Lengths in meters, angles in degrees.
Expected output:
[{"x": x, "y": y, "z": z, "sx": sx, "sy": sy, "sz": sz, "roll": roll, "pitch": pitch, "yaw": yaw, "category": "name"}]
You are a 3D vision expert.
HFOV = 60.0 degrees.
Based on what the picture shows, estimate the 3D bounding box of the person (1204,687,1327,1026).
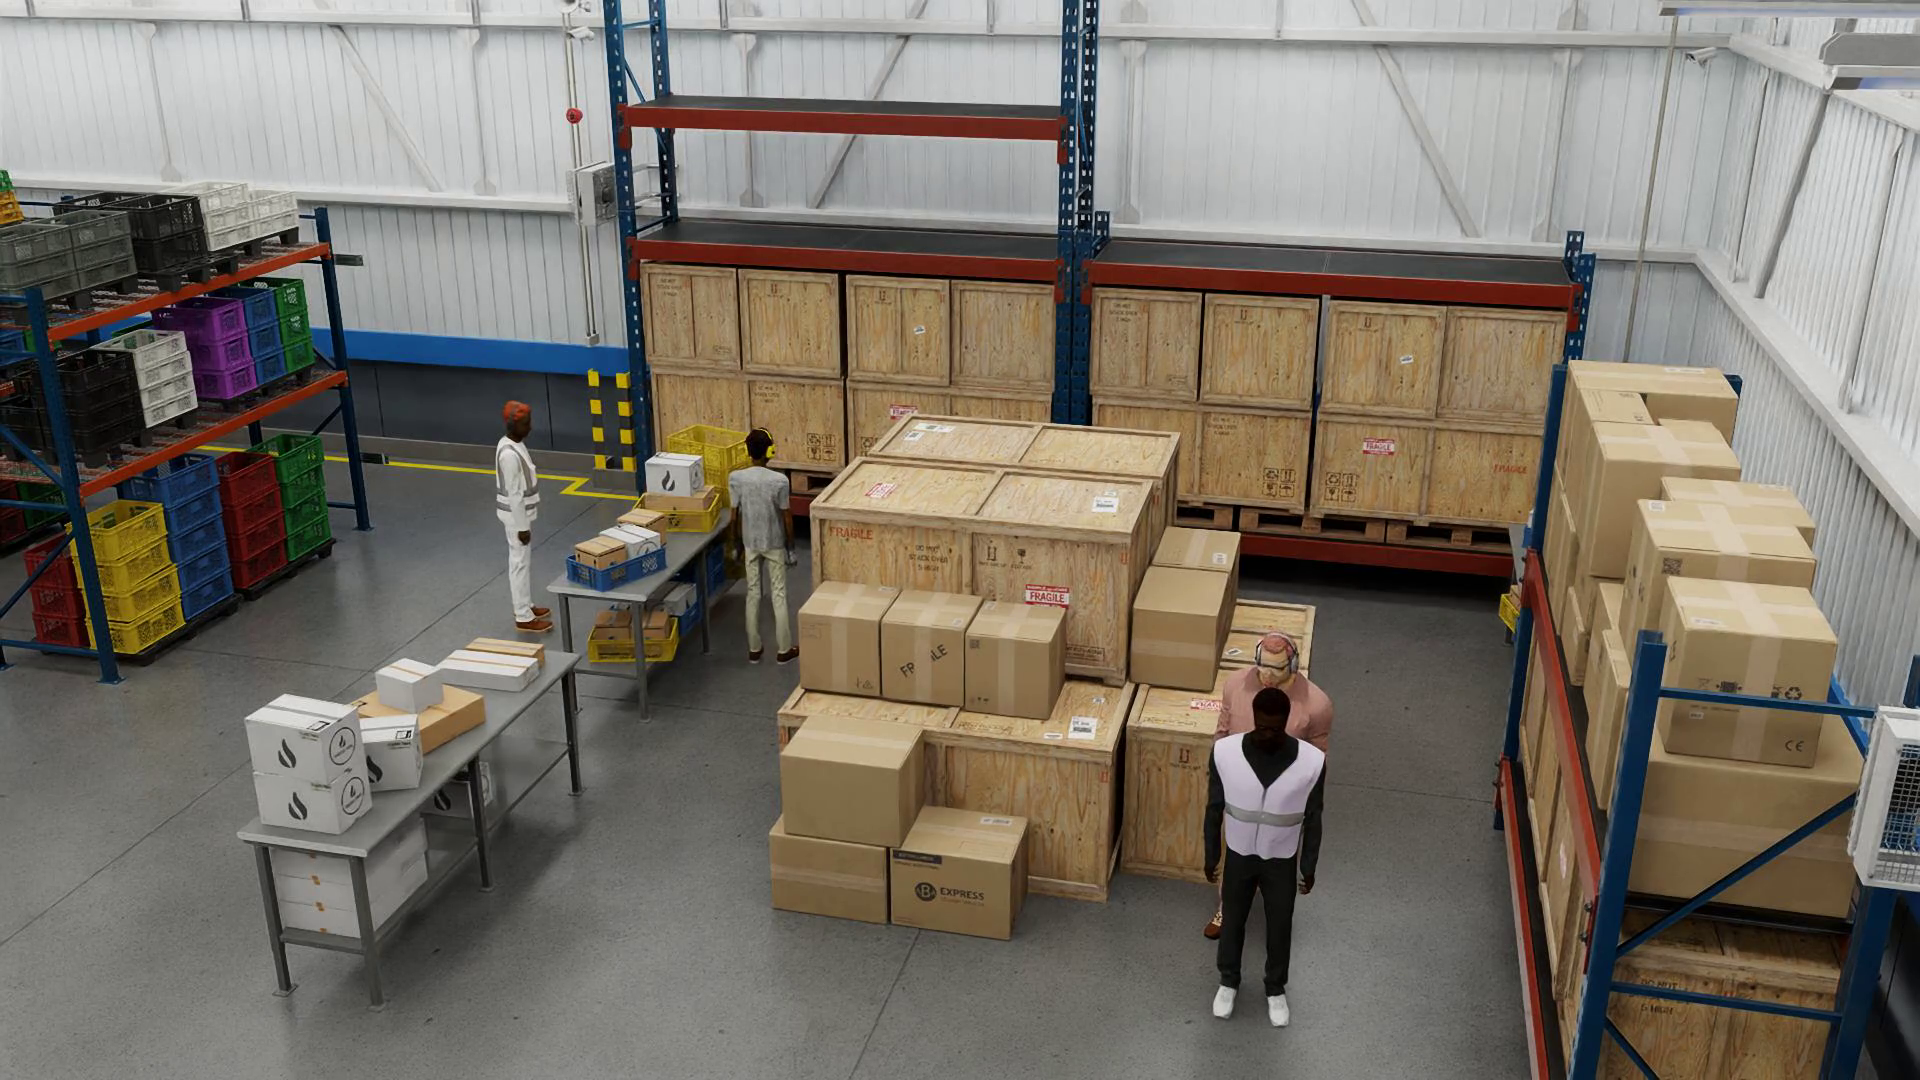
[{"x": 1.546, "y": 1.602, "z": 8.546, "sx": 0.591, "sy": 1.911, "sz": 0.389, "roll": 4, "pitch": 21, "yaw": 11, "category": "person"}]

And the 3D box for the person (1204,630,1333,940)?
[{"x": 1.671, "y": 1.377, "z": 9.134, "sx": 0.639, "sy": 1.907, "sz": 0.406, "roll": 11, "pitch": 24, "yaw": 27, "category": "person"}]

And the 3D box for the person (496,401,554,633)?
[{"x": -3.501, "y": -0.192, "z": 13.264, "sx": 0.360, "sy": 1.886, "sz": 0.574, "roll": -5, "pitch": 21, "yaw": -12, "category": "person"}]

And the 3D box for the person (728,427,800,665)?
[{"x": -1.488, "y": 0.052, "z": 12.656, "sx": 0.519, "sy": 1.865, "sz": 0.327, "roll": 4, "pitch": 21, "yaw": 10, "category": "person"}]
